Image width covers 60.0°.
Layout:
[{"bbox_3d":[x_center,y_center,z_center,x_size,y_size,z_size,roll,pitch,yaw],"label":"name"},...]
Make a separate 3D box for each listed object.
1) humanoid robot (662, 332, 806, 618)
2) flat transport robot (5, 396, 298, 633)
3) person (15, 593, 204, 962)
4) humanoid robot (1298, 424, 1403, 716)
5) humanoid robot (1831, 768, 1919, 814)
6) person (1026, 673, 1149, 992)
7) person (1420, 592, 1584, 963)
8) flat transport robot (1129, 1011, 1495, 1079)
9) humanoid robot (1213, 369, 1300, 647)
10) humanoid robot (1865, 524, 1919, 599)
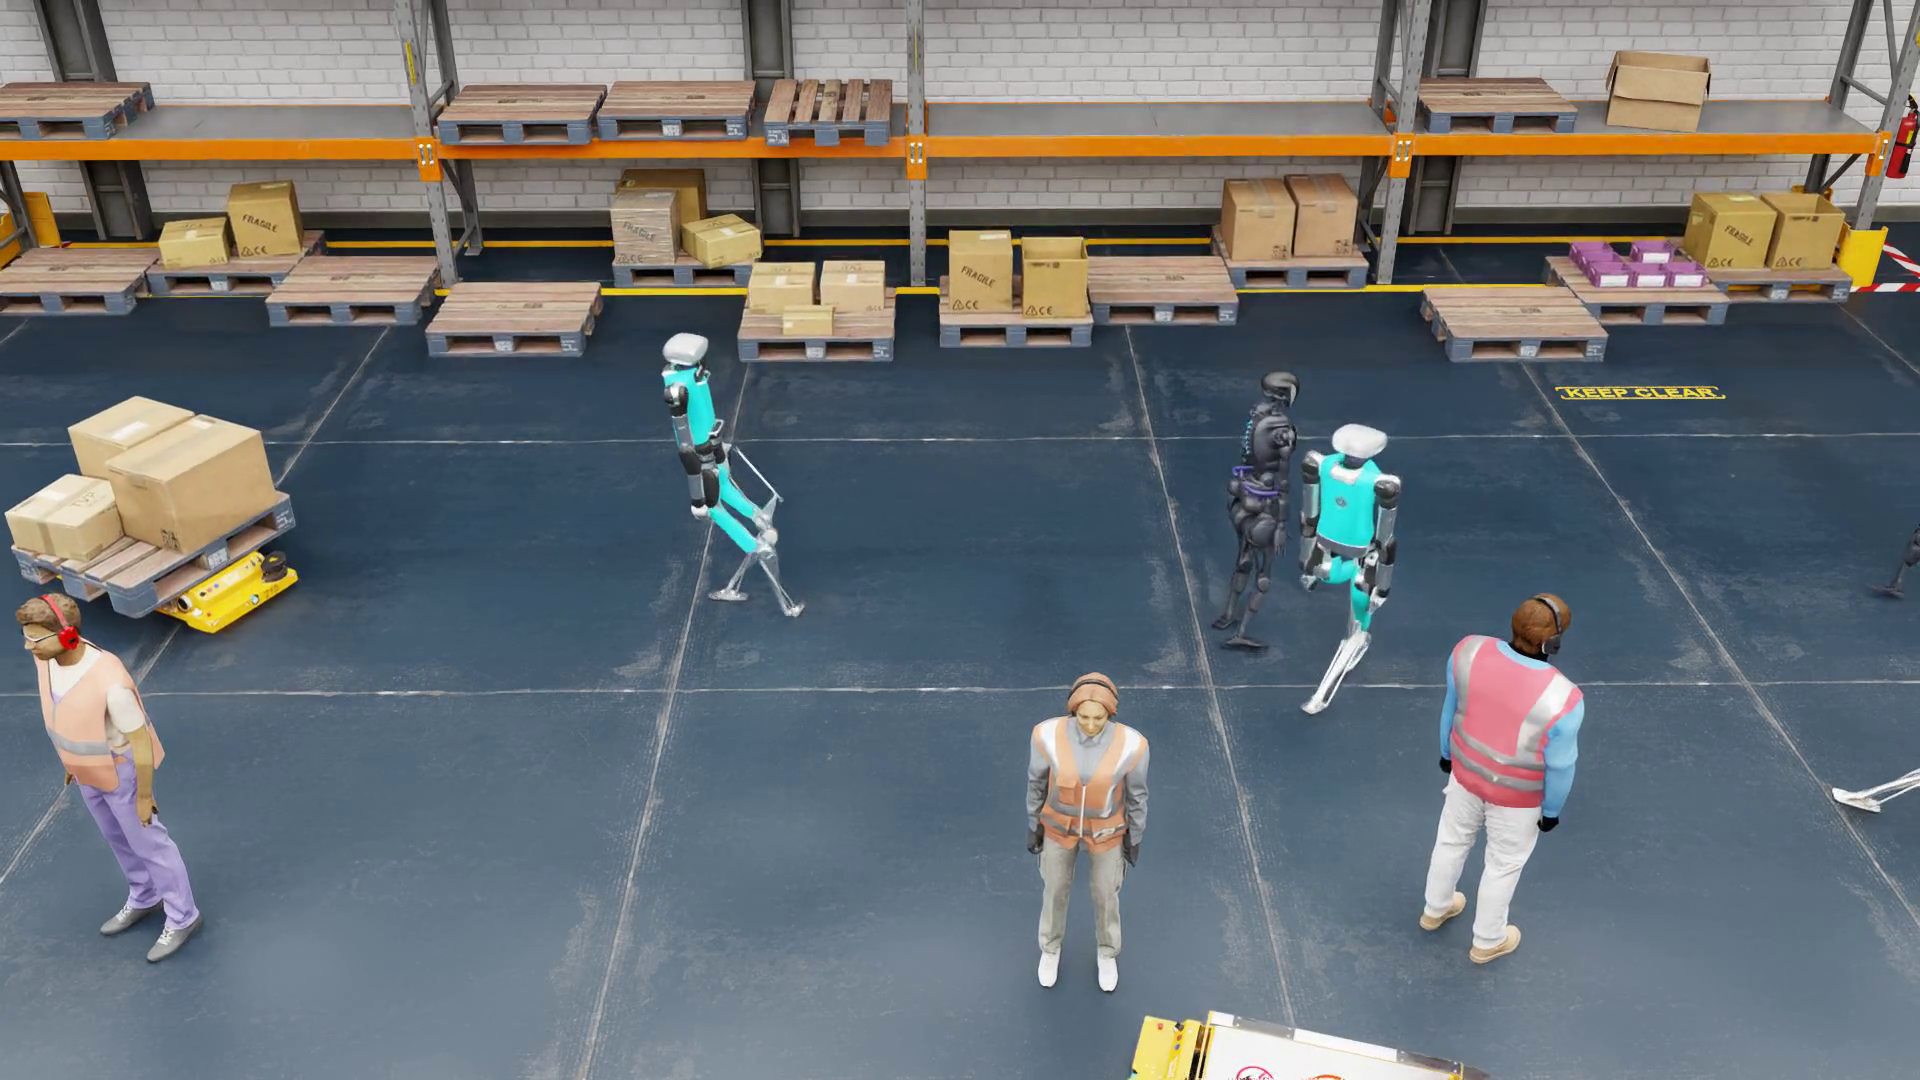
[{"bbox_3d":[-1.218,-0.300,9.567,0.854,1.855,0.545,3,31,5],"label":"humanoid robot"},{"bbox_3d":[-4.819,0.165,10.137,1.431,0.231,0.659,15,34,23],"label":"flat transport robot"},{"bbox_3d":[-3.670,1.006,7.204,0.569,1.843,0.377,18,35,27],"label":"person"},{"bbox_3d":[2.118,0.094,8.832,0.530,1.724,1.047,21,37,31],"label":"humanoid robot"},{"bbox_3d":[4.839,0.656,7.891,0.930,1.759,0.537,10,32,15],"label":"humanoid robot"},{"bbox_3d":[0.530,1.237,7.029,0.506,1.629,0.316,6,31,9],"label":"person"},{"bbox_3d":[2.345,1.022,7.198,0.431,1.837,0.628,-24,38,-34],"label":"person"},{"bbox_3d":[1.385,2.277,6.620,1.431,0.231,0.659,8,32,14],"label":"flat transport robot"},{"bbox_3d":[1.659,-0.197,9.384,0.396,1.641,0.614,-8,32,-13],"label":"humanoid robot"},{"bbox_3d":[5.836,-0.308,9.605,0.620,1.632,0.613,0,31,1],"label":"humanoid robot"}]
